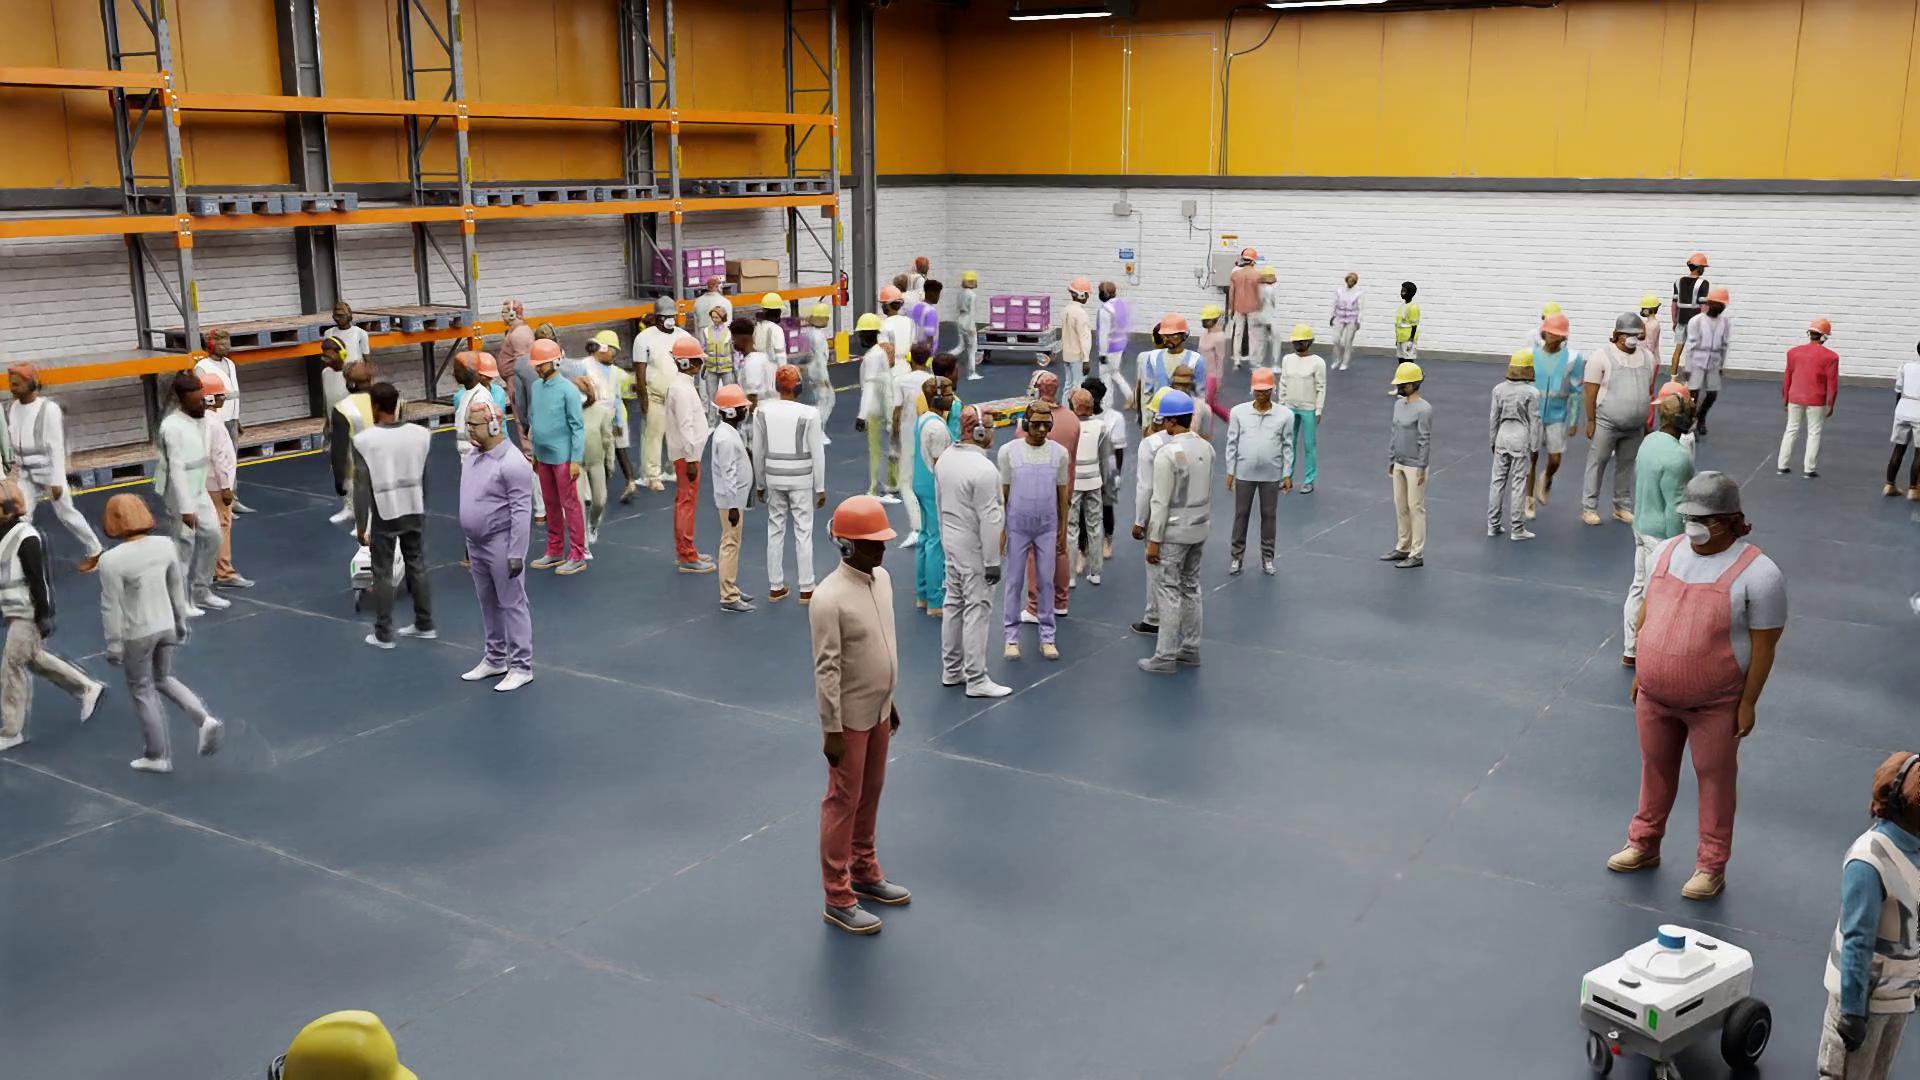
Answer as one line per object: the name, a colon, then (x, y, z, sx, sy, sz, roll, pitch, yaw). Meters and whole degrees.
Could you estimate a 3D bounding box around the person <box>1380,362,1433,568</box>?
person: (3.819, -0.643, 14.226, 0.343, 1.755, 0.531, -4, 14, -16)

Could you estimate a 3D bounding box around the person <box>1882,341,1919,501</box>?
person: (9.754, -1.237, 16.951, 0.320, 1.683, 0.541, -5, 14, -22)

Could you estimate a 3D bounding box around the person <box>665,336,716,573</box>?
person: (-2.288, -0.724, 14.047, 0.381, 1.994, 0.622, -3, 13, -13)

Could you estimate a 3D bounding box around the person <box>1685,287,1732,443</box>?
person: (9.175, -2.180, 20.558, 0.541, 1.915, 0.601, 0, 13, 0)

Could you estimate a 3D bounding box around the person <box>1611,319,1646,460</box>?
person: (7.764, -1.754, 19.304, 0.266, 1.631, 0.507, -1, 13, -3)

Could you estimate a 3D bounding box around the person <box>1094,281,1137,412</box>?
person: (2.076, -2.577, 22.437, 0.544, 1.833, 0.662, 8, 15, 32)

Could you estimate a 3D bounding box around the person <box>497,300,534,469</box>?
person: (-4.954, -1.731, 18.610, 0.406, 1.906, 0.654, -2, 13, -10)

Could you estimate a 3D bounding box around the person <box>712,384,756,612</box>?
person: (-1.745, -0.330, 12.854, 0.324, 1.754, 0.575, -2, 13, -7)

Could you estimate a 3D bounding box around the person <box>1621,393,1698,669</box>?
person: (4.698, -0.022, 11.129, 0.367, 1.938, 0.634, 0, 13, 2)

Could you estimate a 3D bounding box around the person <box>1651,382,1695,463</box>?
person: (5.516, -0.359, 12.991, 0.342, 1.748, 0.573, 3, 13, 12)

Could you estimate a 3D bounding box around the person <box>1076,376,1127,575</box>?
person: (1.168, -0.584, 14.161, 0.531, 1.663, 0.811, 3, 13, 15)

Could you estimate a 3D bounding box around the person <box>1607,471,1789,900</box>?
person: (3.461, 0.675, 7.878, 0.537, 2.000, 0.682, -9, 16, -35)

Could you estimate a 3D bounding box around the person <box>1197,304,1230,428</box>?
person: (3.096, -1.984, 20.086, 0.727, 1.743, 0.528, -4, 14, -17)

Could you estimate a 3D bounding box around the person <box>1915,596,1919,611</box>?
person: (7.392, -0.226, 12.206, 0.498, 1.848, 0.421, -6, 14, -24)

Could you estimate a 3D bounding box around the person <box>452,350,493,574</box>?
person: (-4.053, -0.655, 13.986, 0.337, 1.883, 0.584, -7, 15, -27)

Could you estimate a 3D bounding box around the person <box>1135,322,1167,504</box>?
person: (1.973, -1.248, 16.636, 0.532, 1.855, 0.335, 12, 17, 42)

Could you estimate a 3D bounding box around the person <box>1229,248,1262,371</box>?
person: (4.720, -3.784, 27.319, 0.611, 1.996, 0.387, 8, 15, 31)

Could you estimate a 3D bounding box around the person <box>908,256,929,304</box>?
person: (-0.740, -3.706, 27.258, 0.491, 1.867, 0.588, -5, 14, -19)

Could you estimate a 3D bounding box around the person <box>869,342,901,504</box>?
person: (-0.772, -1.190, 16.860, 0.267, 1.632, 0.507, -4, 14, -17)

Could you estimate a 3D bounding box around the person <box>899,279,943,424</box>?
person: (-0.516, -2.460, 21.787, 0.980, 1.908, 0.630, -8, 15, -30)

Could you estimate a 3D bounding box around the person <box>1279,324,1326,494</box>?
person: (3.551, -1.368, 17.342, 0.526, 1.768, 0.330, 11, 17, 41)

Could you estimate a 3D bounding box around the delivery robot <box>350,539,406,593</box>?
delivery robot: (-4.580, 0.169, 13.121, 0.477, 0.478, 0.707, -2, 13, -10)

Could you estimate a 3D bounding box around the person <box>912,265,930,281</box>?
person: (-0.652, -3.734, 27.624, 0.321, 1.755, 0.563, -4, 14, -16)

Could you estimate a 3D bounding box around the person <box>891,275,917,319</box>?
person: (-0.757, -2.924, 24.020, 0.336, 1.807, 0.655, 8, 15, 31)

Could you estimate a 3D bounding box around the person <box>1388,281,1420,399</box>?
person: (6.476, -2.905, 24.161, 0.318, 1.697, 0.535, -2, 13, -10)

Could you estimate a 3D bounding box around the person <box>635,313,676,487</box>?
person: (-3.281, -1.494, 17.738, 0.393, 1.843, 0.533, 11, 17, 41)

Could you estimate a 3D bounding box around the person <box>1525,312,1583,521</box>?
person: (5.659, -1.209, 16.108, 0.640, 2.020, 0.610, 4, 14, 16)

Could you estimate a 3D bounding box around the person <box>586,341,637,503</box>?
person: (-3.556, -1.196, 16.845, 0.547, 1.667, 0.790, -9, 16, -35)

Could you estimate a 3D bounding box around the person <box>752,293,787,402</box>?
person: (-2.169, -1.889, 19.247, 0.369, 1.927, 0.587, -10, 16, -38)

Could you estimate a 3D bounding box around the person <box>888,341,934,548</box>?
person: (-0.355, -0.855, 14.979, 0.585, 1.831, 0.631, -7, 15, -28)

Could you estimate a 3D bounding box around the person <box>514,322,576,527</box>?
person: (-3.880, -1.085, 15.734, 0.637, 1.938, 0.355, 4, 13, 15)

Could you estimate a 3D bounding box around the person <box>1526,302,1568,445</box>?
person: (7.048, -1.981, 20.003, 0.533, 1.765, 0.325, -2, 13, -9)

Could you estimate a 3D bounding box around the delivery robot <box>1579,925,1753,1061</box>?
delivery robot: (2.715, 1.721, 6.390, 0.707, 0.478, 0.477, -9, 16, -35)

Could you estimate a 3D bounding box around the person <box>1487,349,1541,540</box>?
person: (5.103, -0.878, 15.270, 0.305, 1.742, 0.493, -11, 17, -39)

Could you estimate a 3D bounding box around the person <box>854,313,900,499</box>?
person: (-0.843, -1.316, 16.773, 0.479, 1.928, 0.763, 2, 13, 7)

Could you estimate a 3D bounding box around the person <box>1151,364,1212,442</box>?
person: (1.844, -0.590, 13.904, 0.496, 1.801, 0.932, 3, 13, 14)

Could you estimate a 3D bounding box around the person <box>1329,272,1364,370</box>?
person: (6.304, -3.570, 27.207, 0.581, 1.608, 0.496, 7, 15, 28)

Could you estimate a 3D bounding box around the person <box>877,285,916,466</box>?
person: (-0.764, -1.852, 18.834, 0.397, 2.044, 0.609, 10, 17, 38)

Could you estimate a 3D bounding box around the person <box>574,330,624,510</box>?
person: (-3.599, -1.176, 16.501, 0.495, 1.773, 0.668, 5, 14, 22)

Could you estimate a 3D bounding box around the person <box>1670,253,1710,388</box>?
person: (11.043, -3.301, 25.124, 0.392, 2.039, 0.612, -6, 14, -26)
